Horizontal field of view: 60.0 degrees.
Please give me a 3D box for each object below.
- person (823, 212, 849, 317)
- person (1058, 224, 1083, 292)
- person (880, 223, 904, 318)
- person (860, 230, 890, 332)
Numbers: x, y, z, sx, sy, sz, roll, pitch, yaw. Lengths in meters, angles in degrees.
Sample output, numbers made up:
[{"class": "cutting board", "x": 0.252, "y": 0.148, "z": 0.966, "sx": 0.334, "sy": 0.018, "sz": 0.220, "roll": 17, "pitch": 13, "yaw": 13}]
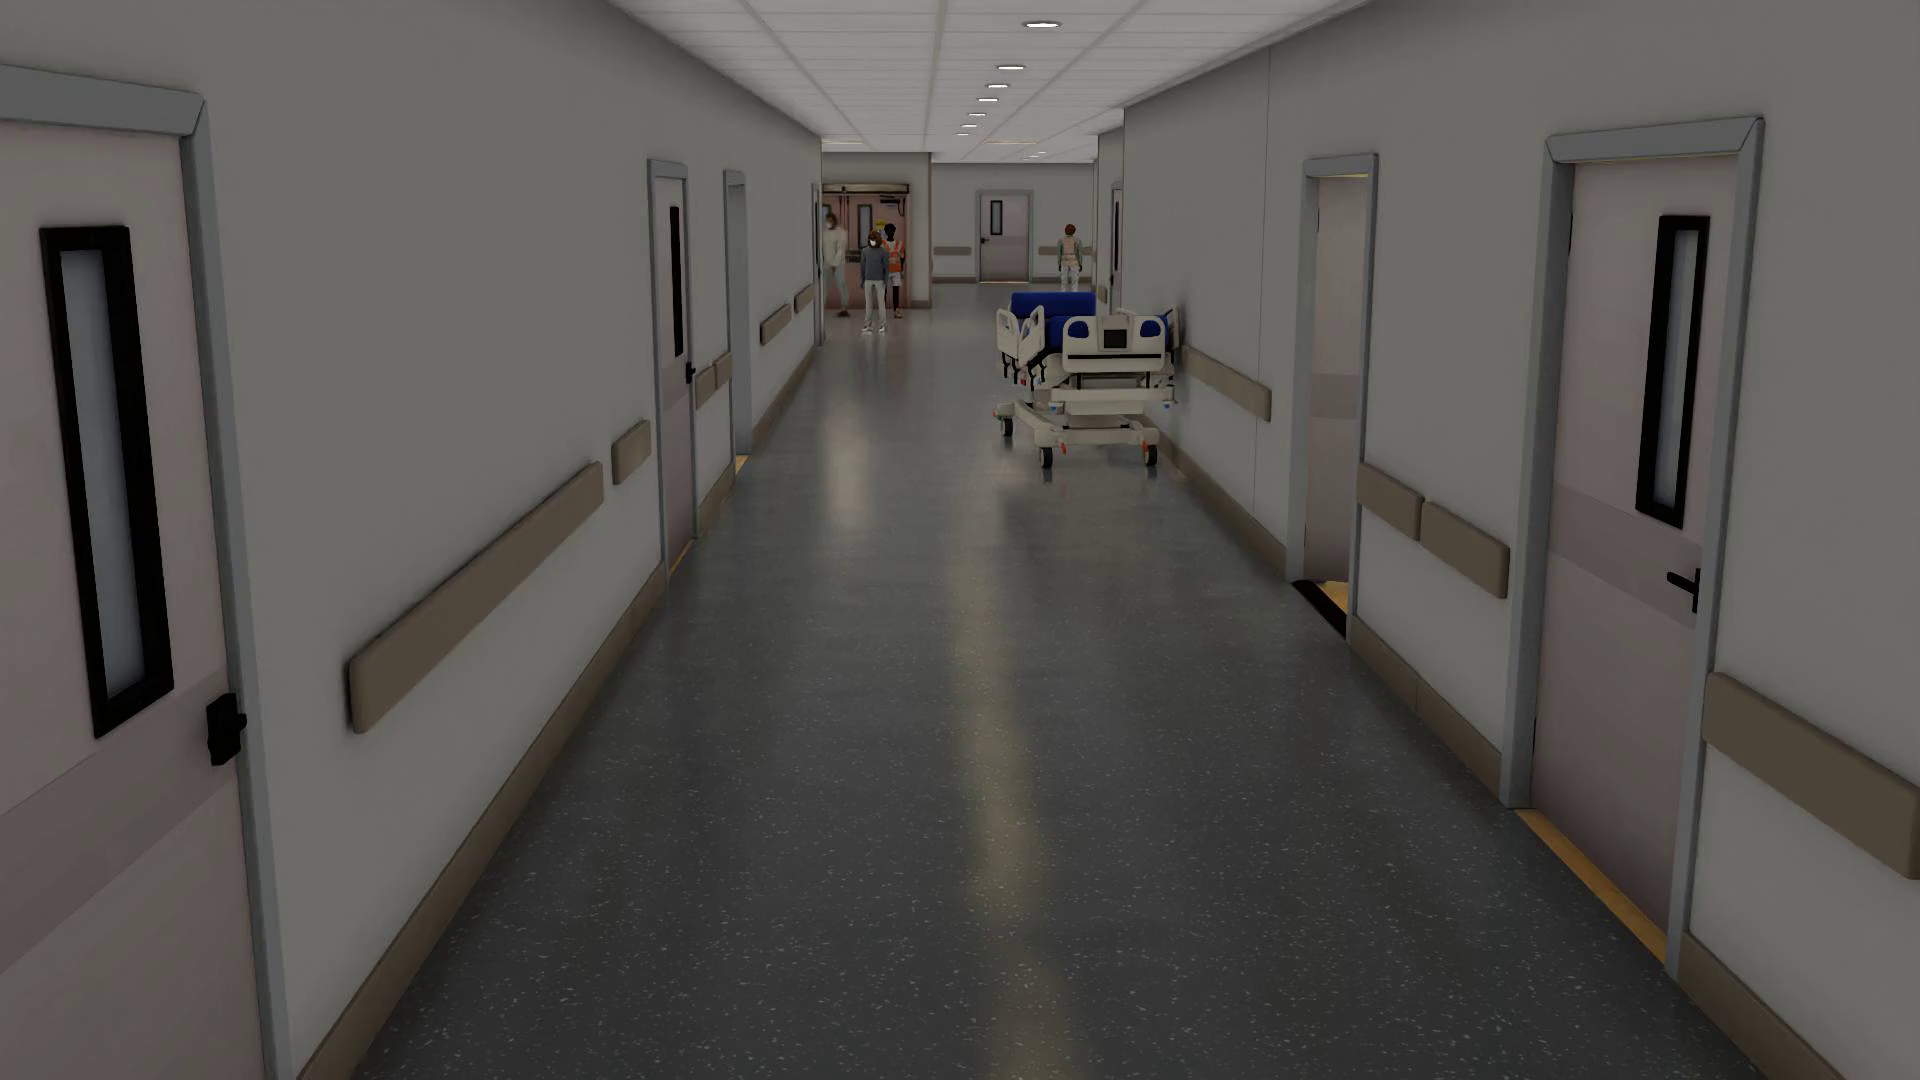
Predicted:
[{"class": "person", "x": -2.319, "y": -4.920, "z": 29.845, "sx": 0.630, "sy": 1.876, "sz": 1.048, "roll": 7, "pitch": 14, "yaw": 32}, {"class": "person", "x": 2.177, "y": -5.418, "z": 32.879, "sx": 0.511, "sy": 1.640, "sz": 0.309, "roll": 4, "pitch": 12, "yaw": 18}, {"class": "person", "x": -1.247, "y": -4.809, "z": 29.771, "sx": 0.540, "sy": 1.696, "sz": 0.316, "roll": -4, "pitch": 12, "yaw": -17}, {"class": "person", "x": -1.377, "y": -4.165, "z": 26.793, "sx": 0.497, "sy": 1.632, "sz": 0.289, "roll": 4, "pitch": 12, "yaw": 17}]
